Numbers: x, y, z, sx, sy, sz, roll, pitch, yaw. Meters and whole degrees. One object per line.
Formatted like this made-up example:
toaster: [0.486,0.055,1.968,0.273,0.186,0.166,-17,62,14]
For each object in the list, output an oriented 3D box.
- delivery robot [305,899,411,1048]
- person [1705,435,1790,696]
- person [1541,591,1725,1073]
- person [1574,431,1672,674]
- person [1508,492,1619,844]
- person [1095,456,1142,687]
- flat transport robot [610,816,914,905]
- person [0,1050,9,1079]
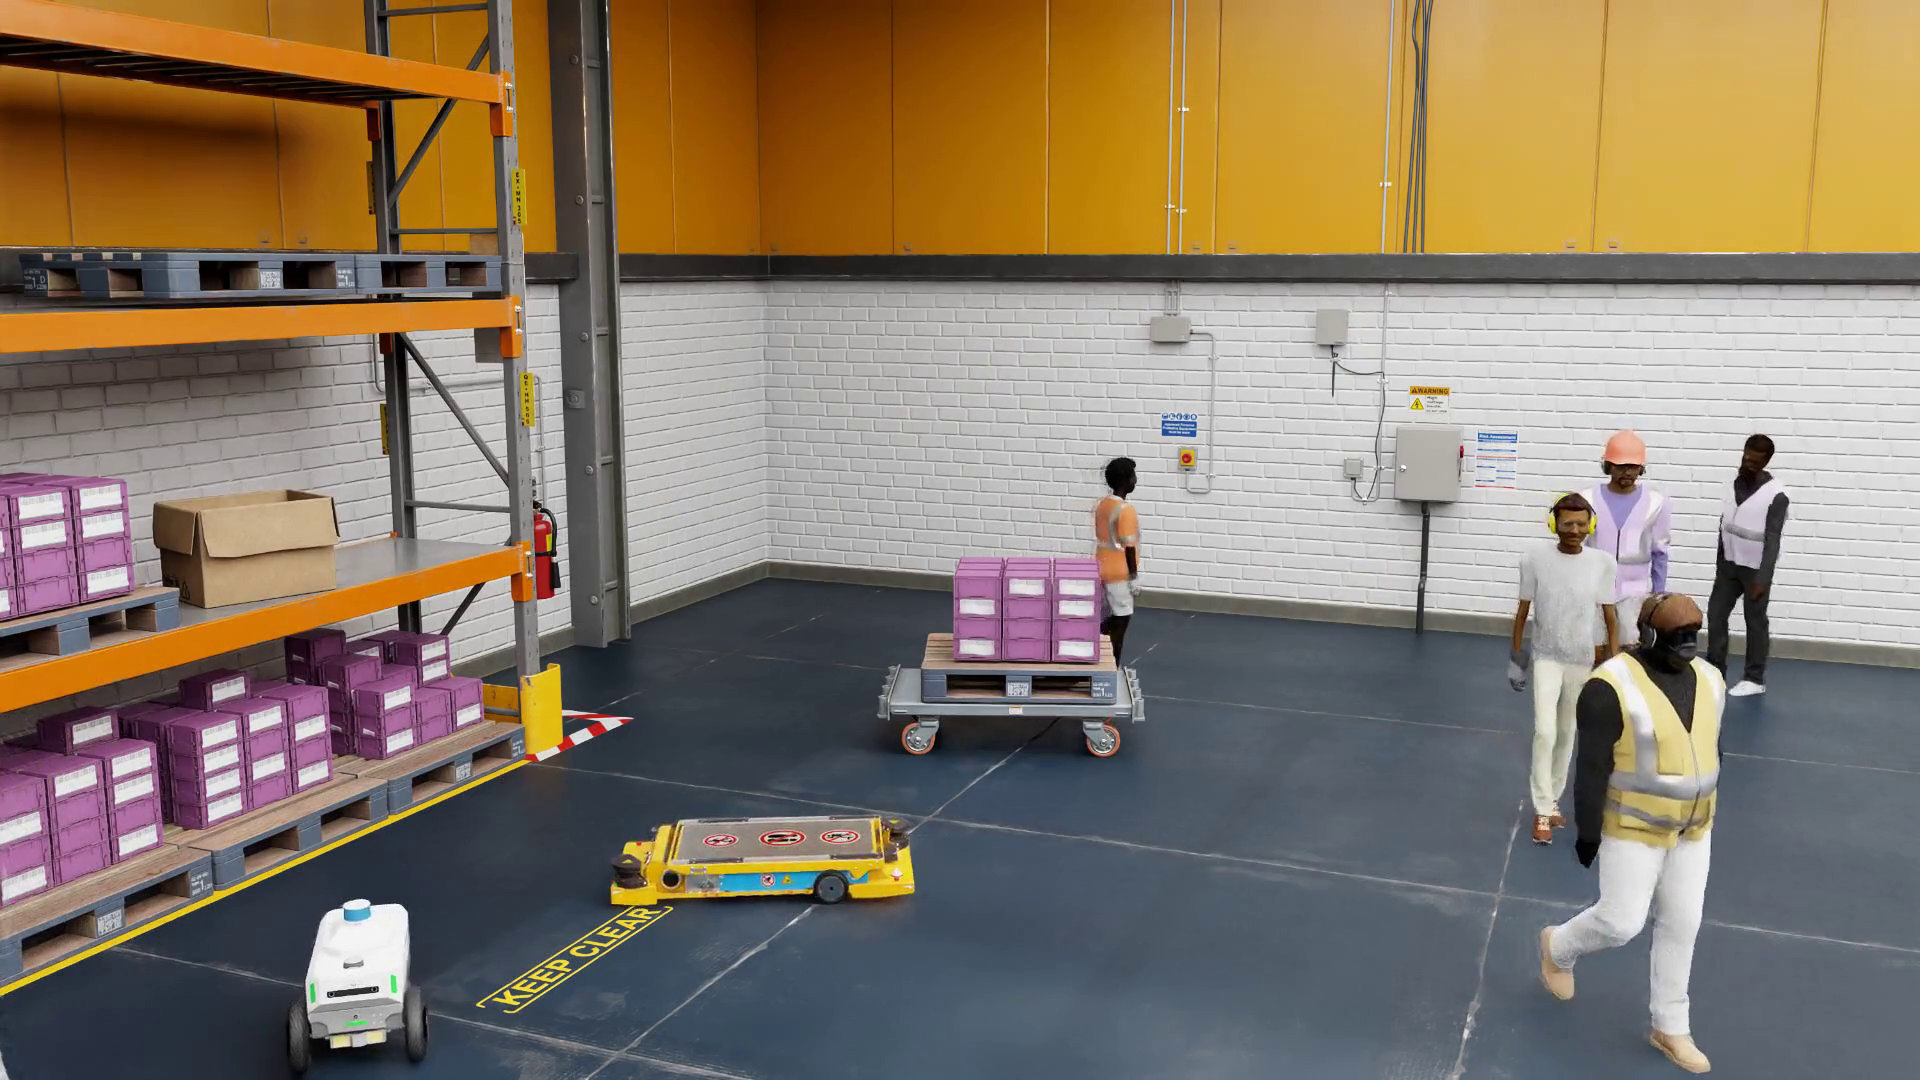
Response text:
delivery robot: [-2.343,1.649,6.498,0.477,0.478,0.707,-3,10,-15]
person: [5.481,0.195,11.592,0.617,1.878,0.635,-4,10,-21]
person: [2.633,1.076,6.440,0.631,1.826,0.678,-3,10,-18]
person: [4.032,0.339,10.274,0.633,2.016,0.680,3,10,19]
person: [3.221,0.675,8.786,0.542,1.841,0.765,1,9,8]
person: [1.106,0.246,11.851,0.395,1.687,0.532,-2,10,-14]
flat transport robot: [-0.956,1.561,8.174,1.431,0.197,0.652,-1,9,-5]
person: [-2.983,1.407,4.829,0.523,1.691,0.919,6,11,31]
